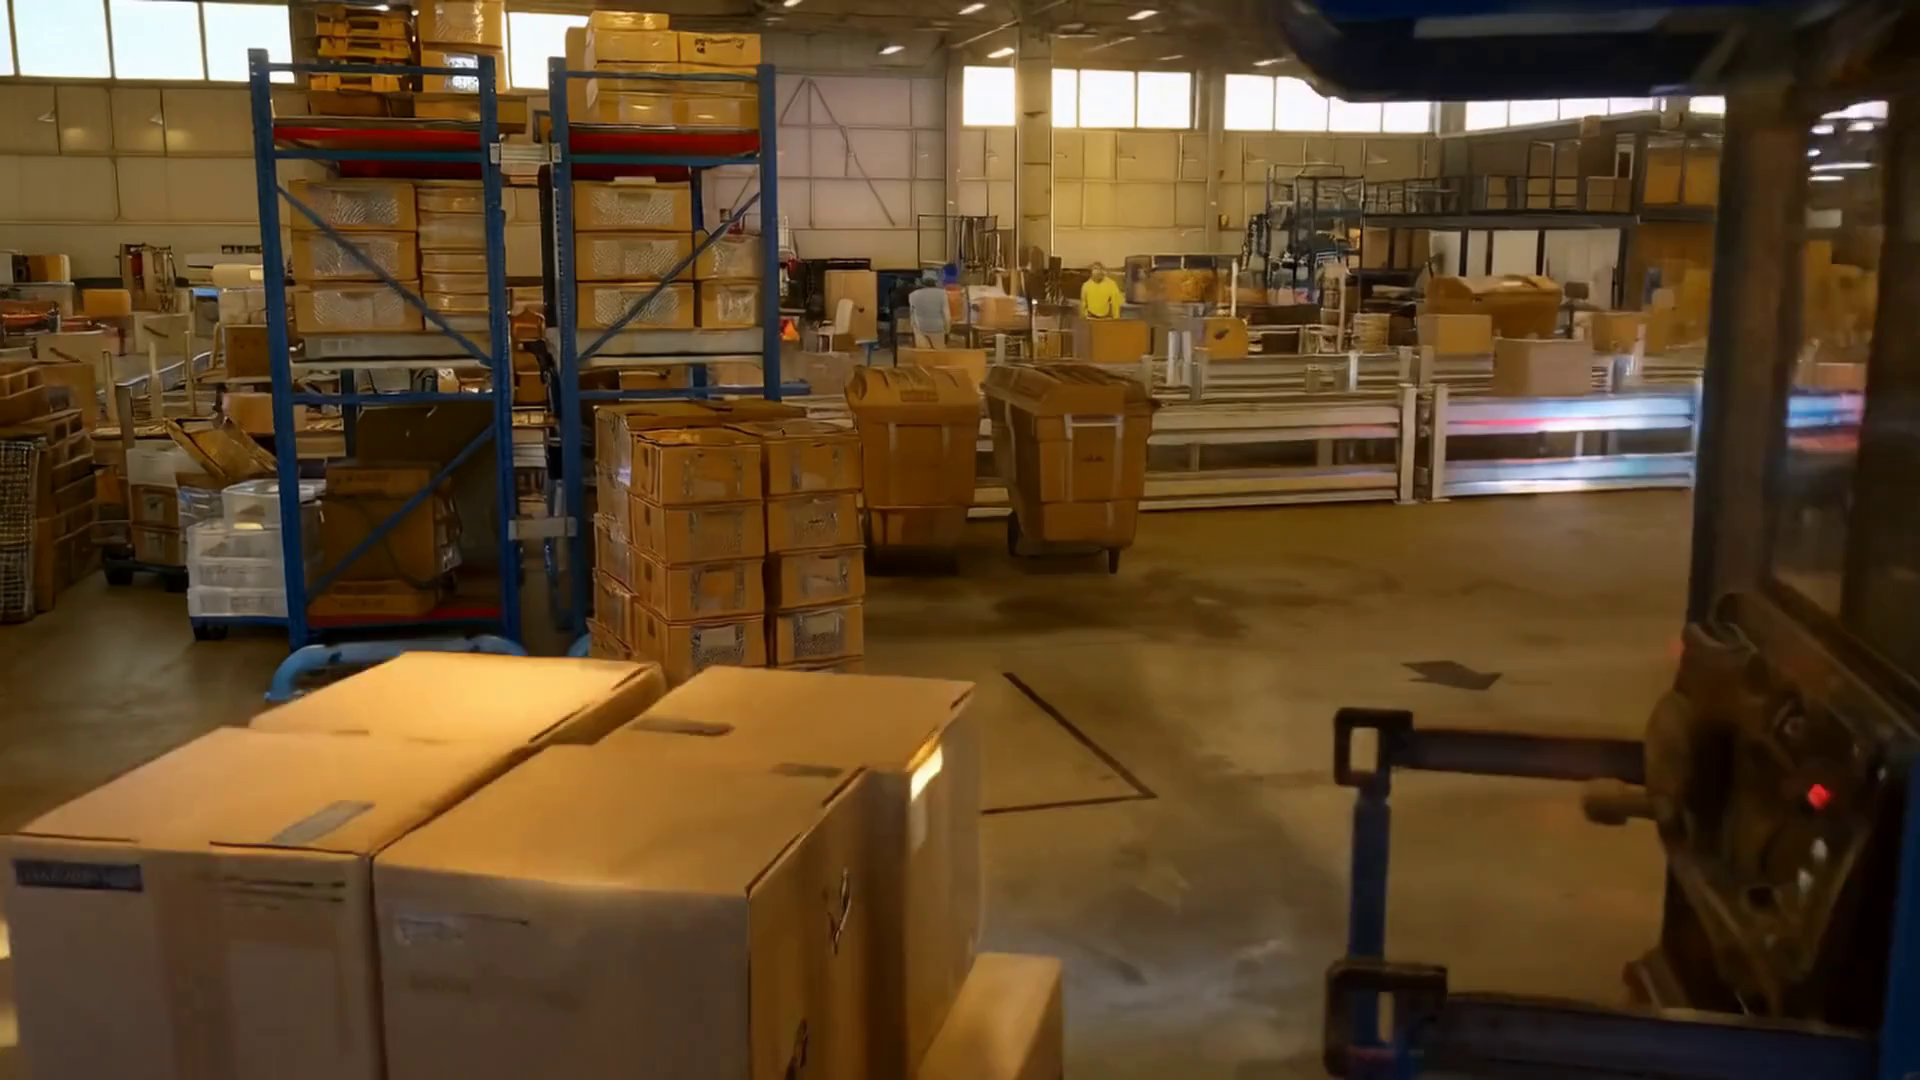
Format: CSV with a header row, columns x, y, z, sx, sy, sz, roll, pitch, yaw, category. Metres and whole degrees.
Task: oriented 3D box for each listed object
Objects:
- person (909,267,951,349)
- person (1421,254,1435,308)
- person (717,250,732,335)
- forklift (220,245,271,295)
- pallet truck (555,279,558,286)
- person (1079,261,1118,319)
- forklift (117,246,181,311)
x,y,z,sx,sy,sz,roll,pitch,yaw,category
-0.411,-2.916,23.427,0.588,1.835,0.403,2,10,10,person
16.239,-8.976,57.715,0.516,1.842,0.328,9,14,42,person
-4.349,-4.377,31.101,0.370,2.048,0.607,-2,10,-9,person
-17.749,-6.334,41.440,1.157,1.987,2.680,-3,10,-17,forklift
-10.604,-6.375,44.520,0.653,1.274,1.630,-3,10,-15,pallet truck
2.271,-3.615,27.222,0.640,1.893,0.692,2,10,10,person
-19.966,-6.232,40.894,1.157,1.987,2.680,-3,10,-15,forklift
